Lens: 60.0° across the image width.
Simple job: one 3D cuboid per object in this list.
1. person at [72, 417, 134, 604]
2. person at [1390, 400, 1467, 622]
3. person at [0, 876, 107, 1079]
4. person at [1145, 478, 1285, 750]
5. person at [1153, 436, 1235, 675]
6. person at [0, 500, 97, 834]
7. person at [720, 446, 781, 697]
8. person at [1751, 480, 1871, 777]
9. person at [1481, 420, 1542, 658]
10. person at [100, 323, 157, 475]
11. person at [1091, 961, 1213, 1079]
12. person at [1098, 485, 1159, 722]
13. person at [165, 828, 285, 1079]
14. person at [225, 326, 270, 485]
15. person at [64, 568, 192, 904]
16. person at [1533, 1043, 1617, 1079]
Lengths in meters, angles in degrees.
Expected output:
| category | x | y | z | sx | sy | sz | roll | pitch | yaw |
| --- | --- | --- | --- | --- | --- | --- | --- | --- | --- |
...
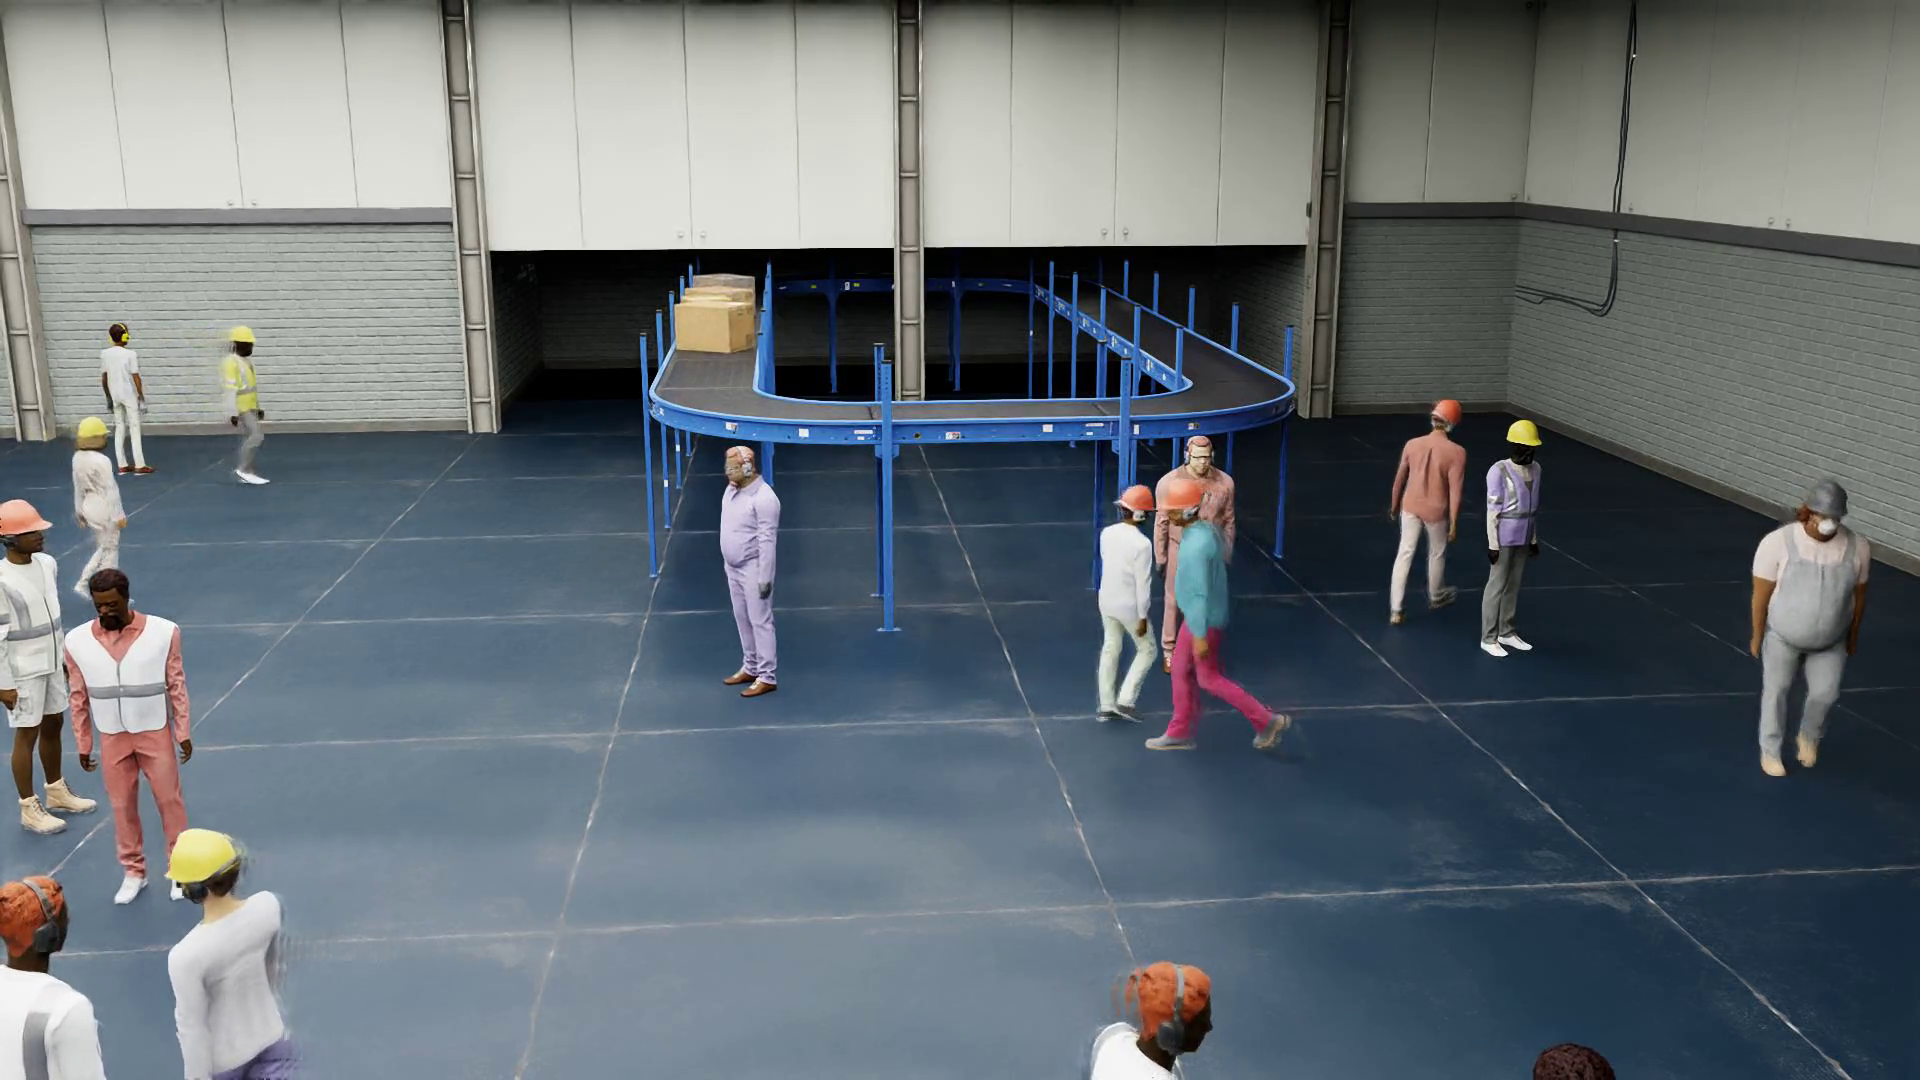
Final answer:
| category | x | y | z | sx | sy | sz | roll | pitch | yaw |
| --- | --- | --- | --- | --- | --- | --- | --- | --- | --- |
| person | -7.599 | -0.234 | 14.723 | 0.488 | 1.731 | 0.398 | 10 | 17 | 35 |
| person | 4.044 | -0.261 | 14.438 | 0.736 | 1.926 | 1.044 | 12 | 19 | 41 |
| person | -2.981 | 1.999 | 5.470 | 0.584 | 1.883 | 0.337 | 6 | 15 | 23 |
| person | 1.745 | 0.529 | 11.237 | 0.854 | 1.949 | 0.655 | 1 | 14 | 4 |
| person | 1.829 | 0.122 | 12.959 | 0.646 | 1.899 | 0.401 | -1 | 14 | -5 |
| person | -5.603 | 0.760 | 10.111 | 0.382 | 2.045 | 0.622 | 2 | 14 | 7 |
| person | -1.610 | 0.223 | 12.566 | 0.399 | 1.896 | 0.648 | -10 | 17 | -36 |
| person | 5.523 | 0.574 | 10.858 | 0.701 | 2.000 | 0.544 | 4 | 15 | 15 |
| person | 4.483 | -0.022 | 13.472 | 0.587 | 1.927 | 0.362 | -10 | 17 | -34 |
| person | -10.244 | -1.724 | 20.411 | 0.534 | 1.864 | 0.310 | 3 | 14 | 10 |
| person | 0.642 | 2.117 | 5.052 | 0.795 | 1.852 | 0.566 | -5 | 15 | -21 |
| person | 1.200 | 0.463 | 11.919 | 0.439 | 1.727 | 0.591 | -9 | 17 | -32 |
| person | -2.687 | 1.886 | 6.202 | 0.722 | 1.741 | 0.530 | 6 | 15 | 24 |
| person | -8.449 | -1.584 | 19.746 | 0.423 | 1.910 | 0.615 | -1 | 14 | -4 |
| person | -4.559 | 1.066 | 9.170 | 0.597 | 1.908 | 0.407 | -4 | 14 | -14 |
| person | 1.551 | 2.221 | 4.541 | 0.587 | 1.911 | 0.397 | -7 | 16 | -26 |
